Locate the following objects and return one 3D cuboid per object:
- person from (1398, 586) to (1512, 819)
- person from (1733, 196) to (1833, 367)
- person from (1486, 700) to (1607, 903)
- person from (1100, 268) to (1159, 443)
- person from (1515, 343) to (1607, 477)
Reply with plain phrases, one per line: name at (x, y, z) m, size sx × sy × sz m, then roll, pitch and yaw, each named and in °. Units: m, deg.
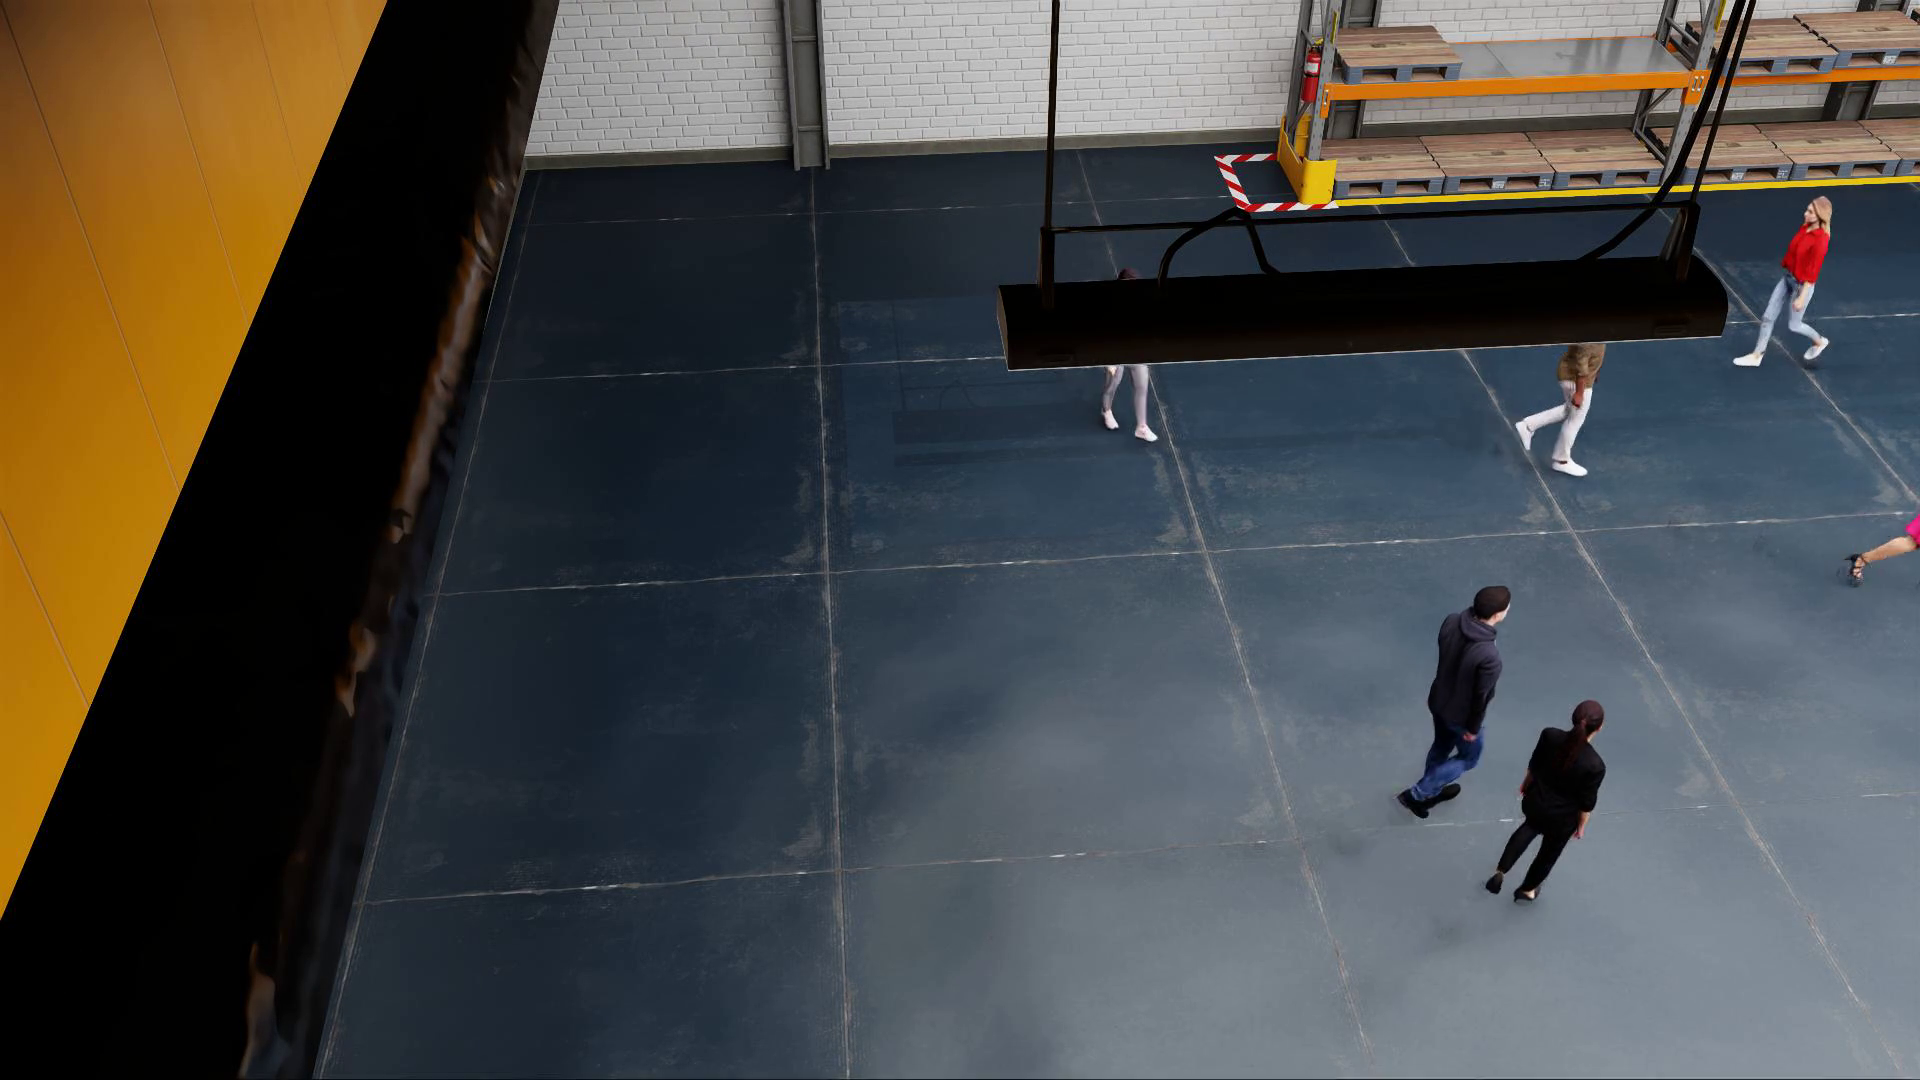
person at (3.069, 1.066, 10.481) m, size 0.925 × 1.879 × 0.828 m, roll -15°, pitch 41°, yaw -18°
person at (7.513, -2.248, 14.789) m, size 1.008 × 1.680 × 0.626 m, roll -2°, pitch 39°, yaw -2°
person at (3.482, 1.645, 9.944) m, size 0.874 × 1.643 × 0.804 m, roll -24°, pitch 45°, yaw -27°
person at (1.357, -1.618, 14.076) m, size 0.915 × 1.586 × 0.869 m, roll -20°, pitch 43°, yaw -23°
person at (4.964, -1.334, 13.546) m, size 1.046 × 1.804 × 0.951 m, roll 15°, pitch 41°, yaw 18°
